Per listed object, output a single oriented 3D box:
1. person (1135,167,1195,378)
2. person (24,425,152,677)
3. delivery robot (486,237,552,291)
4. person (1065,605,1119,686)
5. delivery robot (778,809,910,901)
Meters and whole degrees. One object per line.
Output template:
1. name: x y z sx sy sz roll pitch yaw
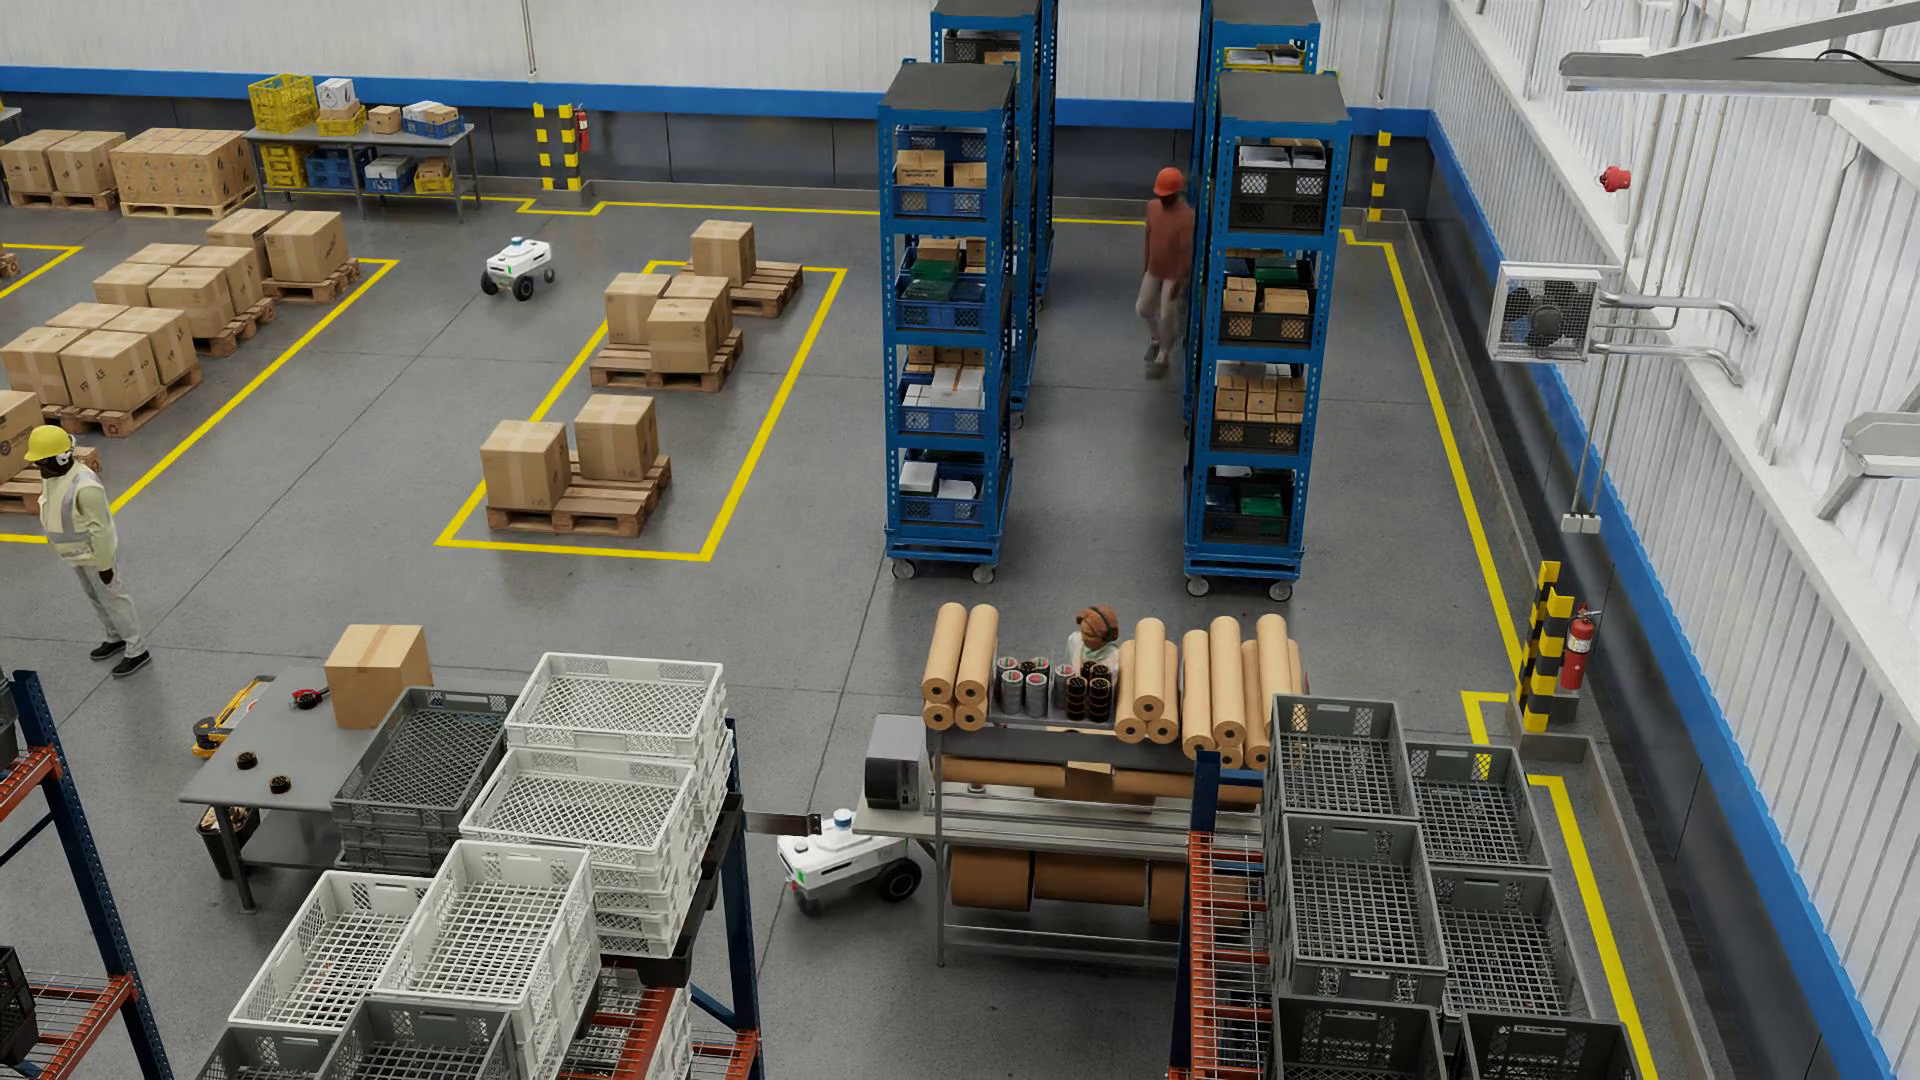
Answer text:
1. person: 1.858 -2.444 15.163 0.455 1.968 0.626 -26 39 -37
2. person: -5.803 0.053 11.022 0.589 1.824 0.403 24 38 35
3. delivery robot: -4.571 -2.897 17.251 0.477 0.478 0.707 13 33 22
4. person: 0.771 1.064 9.474 0.311 1.633 0.517 -22 37 -33
5. delivery robot: -0.651 1.725 9.313 0.707 0.478 0.477 -15 34 -24
